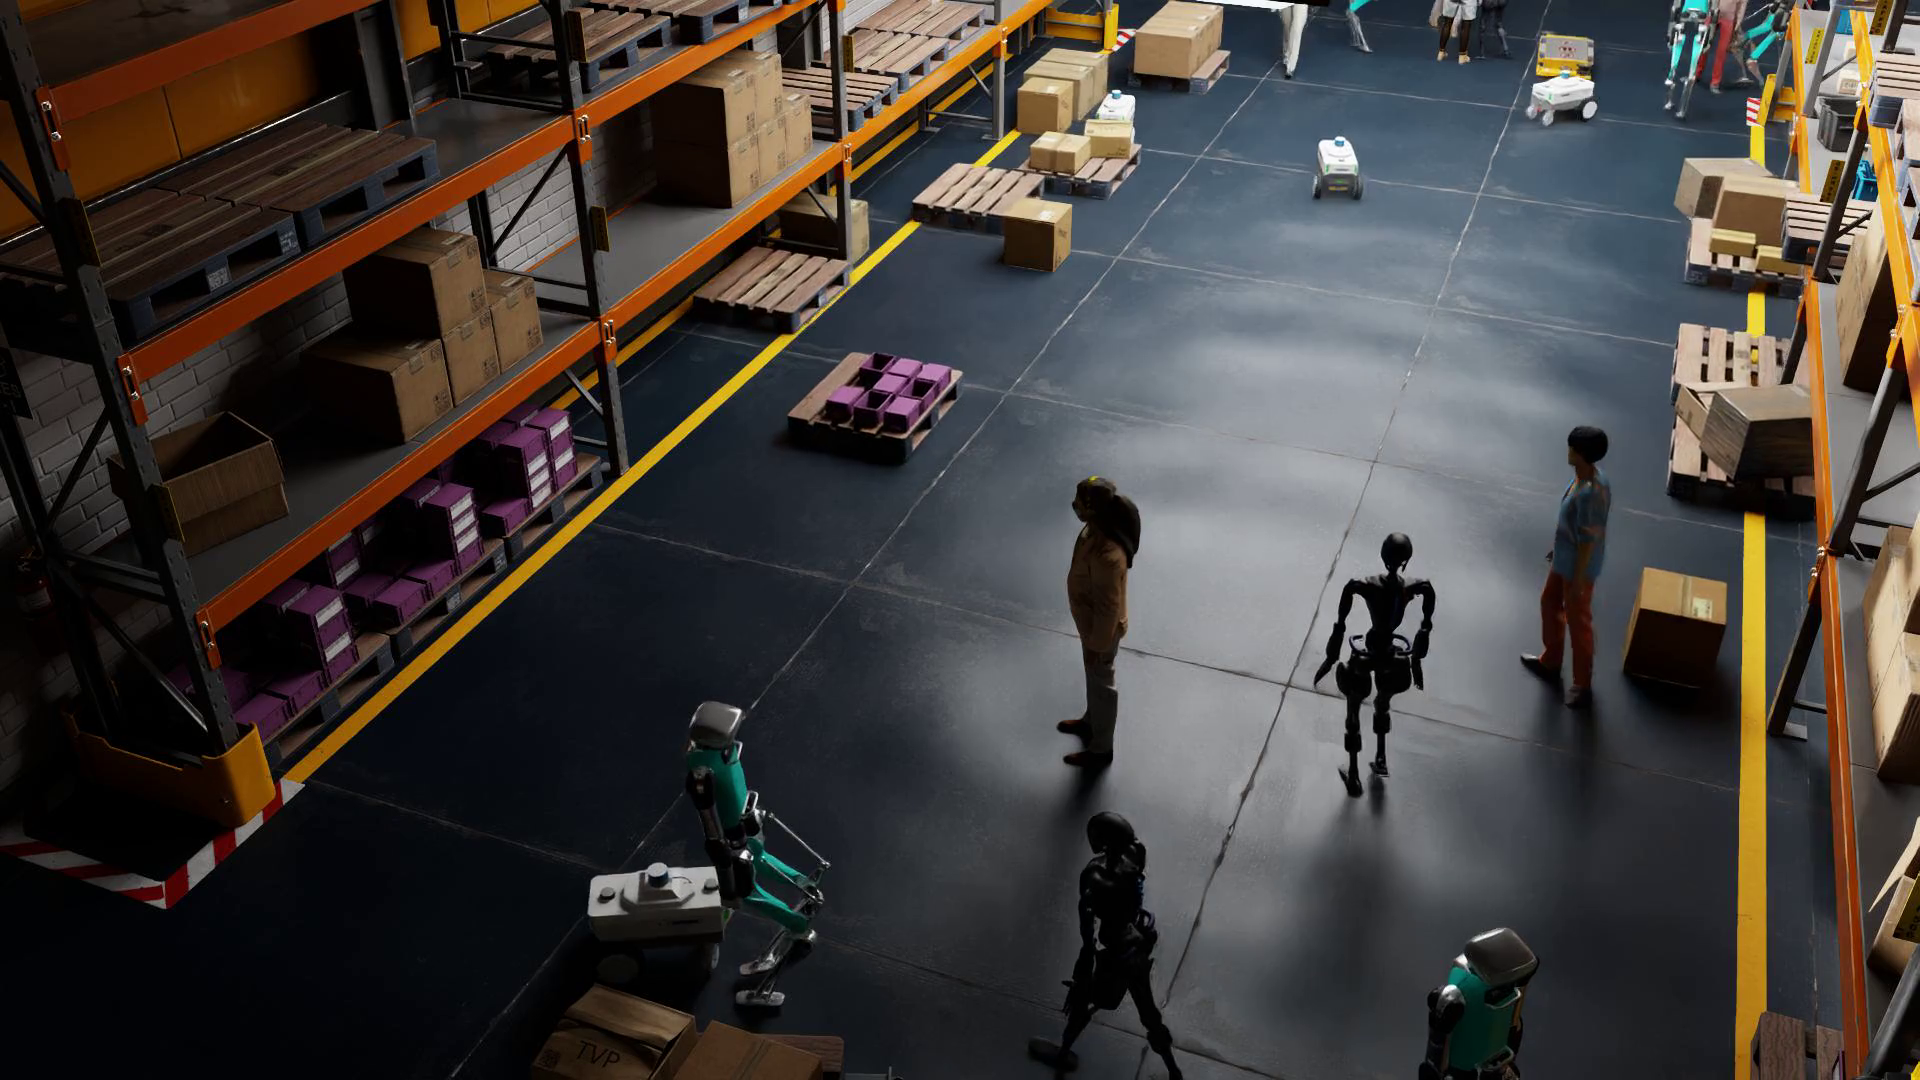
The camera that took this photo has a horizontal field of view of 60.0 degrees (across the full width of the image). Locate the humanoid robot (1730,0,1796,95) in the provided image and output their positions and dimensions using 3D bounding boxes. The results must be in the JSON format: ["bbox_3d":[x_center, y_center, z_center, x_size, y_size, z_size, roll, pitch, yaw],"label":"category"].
[{"bbox_3d":[9.557,-6.164,19.798,0.794,1.805,0.558,4,33,7],"label":"humanoid robot"}]

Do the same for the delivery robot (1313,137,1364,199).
[{"bbox_3d":[3.935,-3.878,17.348,0.499,0.614,0.791,2,33,3],"label":"delivery robot"}]

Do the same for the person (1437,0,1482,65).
[{"bbox_3d":[6.313,-6.840,20.869,0.535,1.691,0.318,21,38,29],"label":"person"}]

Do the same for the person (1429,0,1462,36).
[{"bbox_3d":[6.571,-7.639,22.065,0.489,1.731,0.833,-1,33,-2],"label":"person"}]

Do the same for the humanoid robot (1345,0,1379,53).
[{"bbox_3d":[5.182,-7.118,21.248,0.776,1.781,0.559,10,34,15],"label":"humanoid robot"}]

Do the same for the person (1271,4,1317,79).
[{"bbox_3d":[4.119,-6.690,20.488,0.555,1.841,1.013,7,34,11],"label":"person"}]

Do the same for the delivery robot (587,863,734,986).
[{"bbox_3d":[-1.531,1.895,8.401,0.773,0.602,0.522,-4,33,-6],"label":"delivery robot"}]

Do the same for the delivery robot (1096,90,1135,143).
[{"bbox_3d":[1.736,-4.732,18.648,0.499,0.592,0.774,8,34,12],"label":"delivery robot"}]

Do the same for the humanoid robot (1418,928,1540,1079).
[{"bbox_3d":[2.160,2.406,6.588,0.531,1.875,0.761,-20,38,-28],"label":"humanoid robot"}]

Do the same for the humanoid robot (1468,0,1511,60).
[{"bbox_3d":[6.779,-6.878,20.945,0.599,1.646,0.476,-21,38,-29],"label":"humanoid robot"}]

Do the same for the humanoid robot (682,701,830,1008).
[{"bbox_3d":[-0.902,1.495,7.864,0.691,1.735,0.544,3,33,4],"label":"humanoid robot"}]

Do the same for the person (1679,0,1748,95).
[{"bbox_3d":[9.098,-6.266,19.947,0.356,1.729,0.630,-25,41,-34],"label":"person"}]

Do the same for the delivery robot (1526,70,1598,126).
[{"bbox_3d":[6.998,-5.137,19.296,0.808,0.614,0.499,-15,36,-22],"label":"delivery robot"}]

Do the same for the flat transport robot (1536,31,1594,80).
[{"bbox_3d":[7.673,-6.138,21.090,0.659,0.231,1.431,10,34,15],"label":"flat transport robot"}]

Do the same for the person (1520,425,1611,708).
[{"bbox_3d":[3.747,0.157,10.000,0.449,1.734,0.600,7,34,11],"label":"person"}]

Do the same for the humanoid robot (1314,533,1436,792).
[{"bbox_3d":[2.298,0.681,9.246,0.613,1.648,0.344,-2,33,-3],"label":"humanoid robot"}]

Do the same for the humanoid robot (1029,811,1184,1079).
[{"bbox_3d":[0.724,1.863,7.464,0.810,1.626,0.584,19,37,26],"label":"humanoid robot"}]

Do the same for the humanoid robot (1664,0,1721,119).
[{"bbox_3d":[8.334,-5.706,19.081,0.556,1.771,0.847,15,36,22],"label":"humanoid robot"}]

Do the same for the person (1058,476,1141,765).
[{"bbox_3d":[0.788,0.460,9.404,0.402,1.876,0.555,0,33,1],"label":"person"}]
